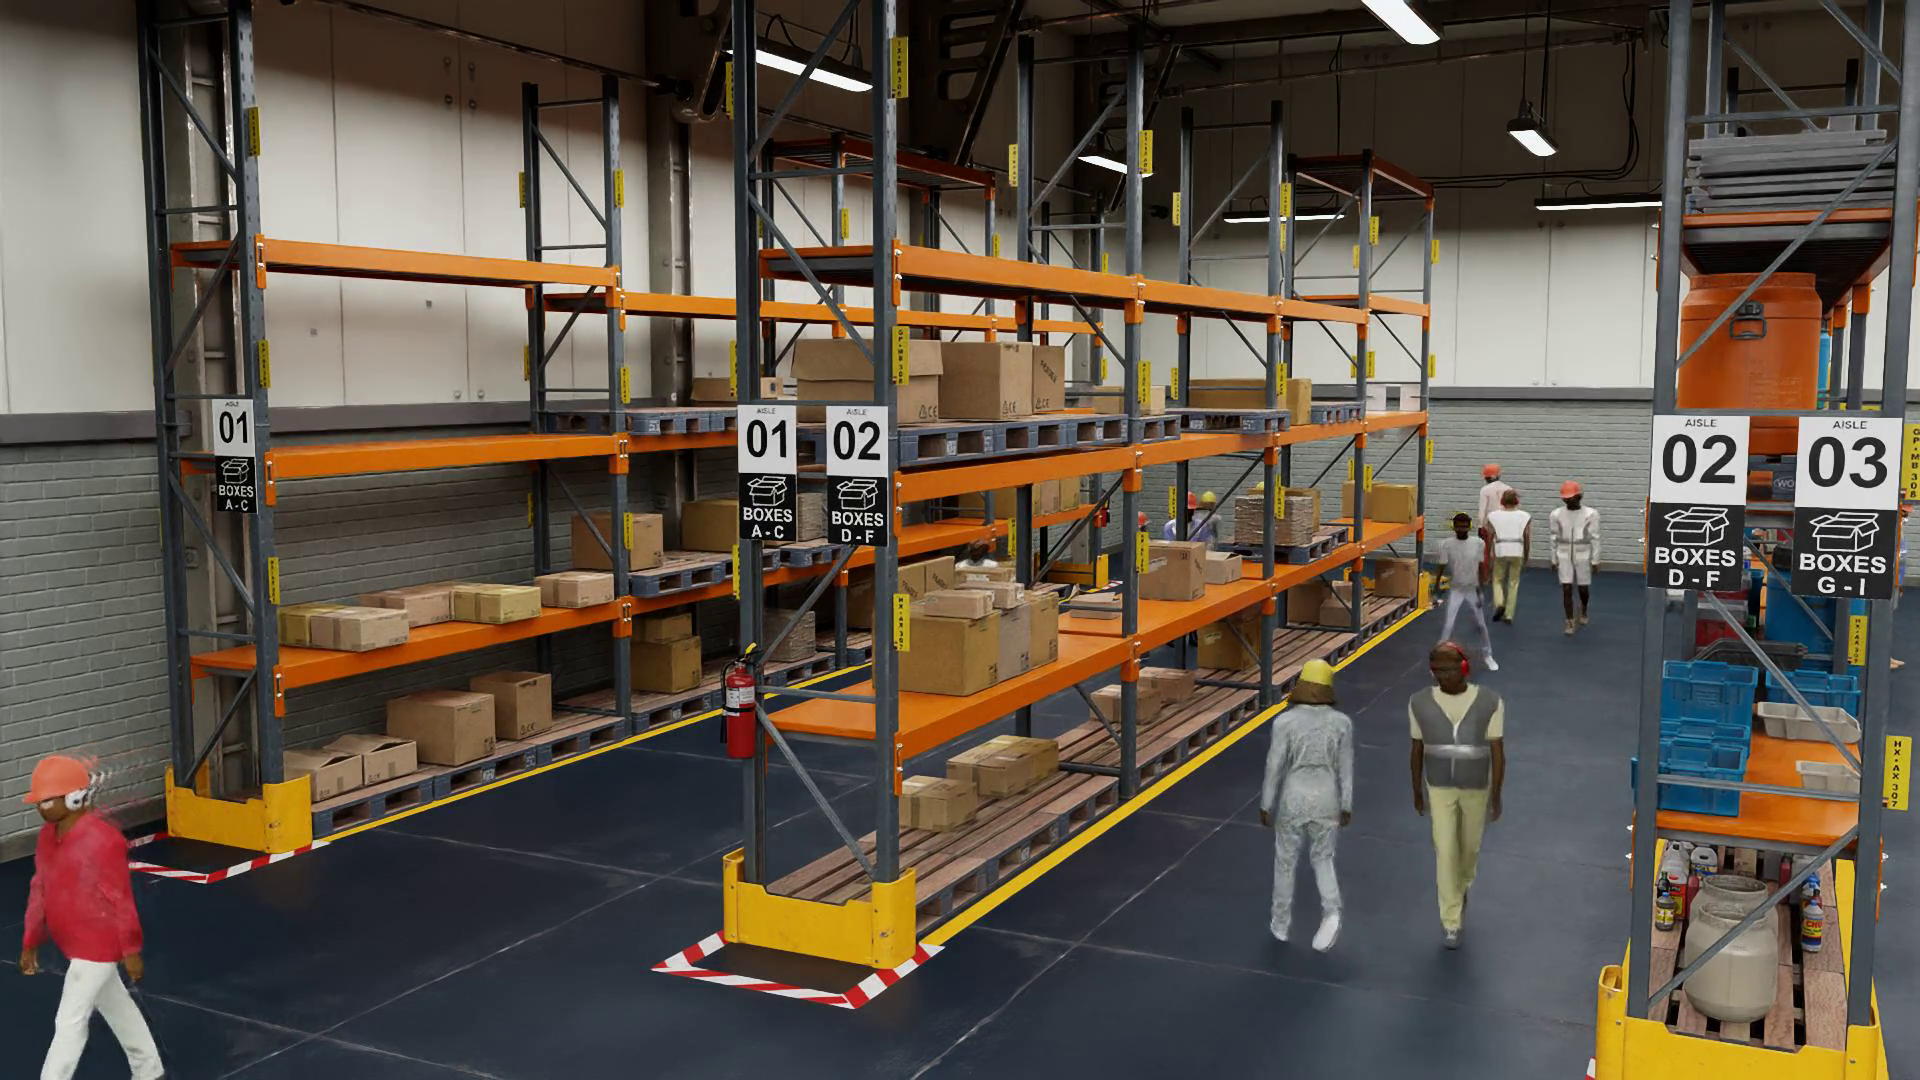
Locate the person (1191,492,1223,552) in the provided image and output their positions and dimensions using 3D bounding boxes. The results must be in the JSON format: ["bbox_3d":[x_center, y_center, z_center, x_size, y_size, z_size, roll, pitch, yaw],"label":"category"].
[{"bbox_3d":[3.450,0.162,23.588,0.474,1.699,0.869,5,8,41],"label":"person"}]

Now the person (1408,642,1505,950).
[{"bbox_3d":[3.020,1.490,10.152,0.571,1.802,0.911,2,6,16],"label":"person"}]

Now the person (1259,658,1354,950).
[{"bbox_3d":[2.057,1.569,9.835,0.572,1.708,0.593,0,6,0],"label":"person"}]

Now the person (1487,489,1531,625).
[{"bbox_3d":[7.346,0.230,22.282,0.556,1.823,0.439,1,6,14],"label":"person"}]

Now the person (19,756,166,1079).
[{"bbox_3d":[-4.012,1.811,7.484,0.585,1.697,0.918,4,7,37],"label":"person"}]

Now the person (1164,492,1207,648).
[{"bbox_3d":[2.780,0.372,20.446,0.543,1.928,0.400,-1,6,-9],"label":"person"}]

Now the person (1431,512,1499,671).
[{"bbox_3d":[5.718,0.592,18.781,0.755,1.834,0.530,1,6,10],"label":"person"}]

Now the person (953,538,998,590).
[{"bbox_3d":[0.181,0.766,18.156,0.535,1.609,0.633,0,6,2],"label":"person"}]

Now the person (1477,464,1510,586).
[{"bbox_3d":[8.370,-0.234,26.216,0.676,1.948,0.653,-1,6,-13],"label":"person"}]

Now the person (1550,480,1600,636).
[{"bbox_3d":[7.919,0.230,21.438,0.615,2.015,0.599,3,7,27],"label":"person"}]

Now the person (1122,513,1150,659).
[{"bbox_3d":[2.082,0.540,19.675,0.382,1.740,0.593,0,6,3],"label":"person"}]
